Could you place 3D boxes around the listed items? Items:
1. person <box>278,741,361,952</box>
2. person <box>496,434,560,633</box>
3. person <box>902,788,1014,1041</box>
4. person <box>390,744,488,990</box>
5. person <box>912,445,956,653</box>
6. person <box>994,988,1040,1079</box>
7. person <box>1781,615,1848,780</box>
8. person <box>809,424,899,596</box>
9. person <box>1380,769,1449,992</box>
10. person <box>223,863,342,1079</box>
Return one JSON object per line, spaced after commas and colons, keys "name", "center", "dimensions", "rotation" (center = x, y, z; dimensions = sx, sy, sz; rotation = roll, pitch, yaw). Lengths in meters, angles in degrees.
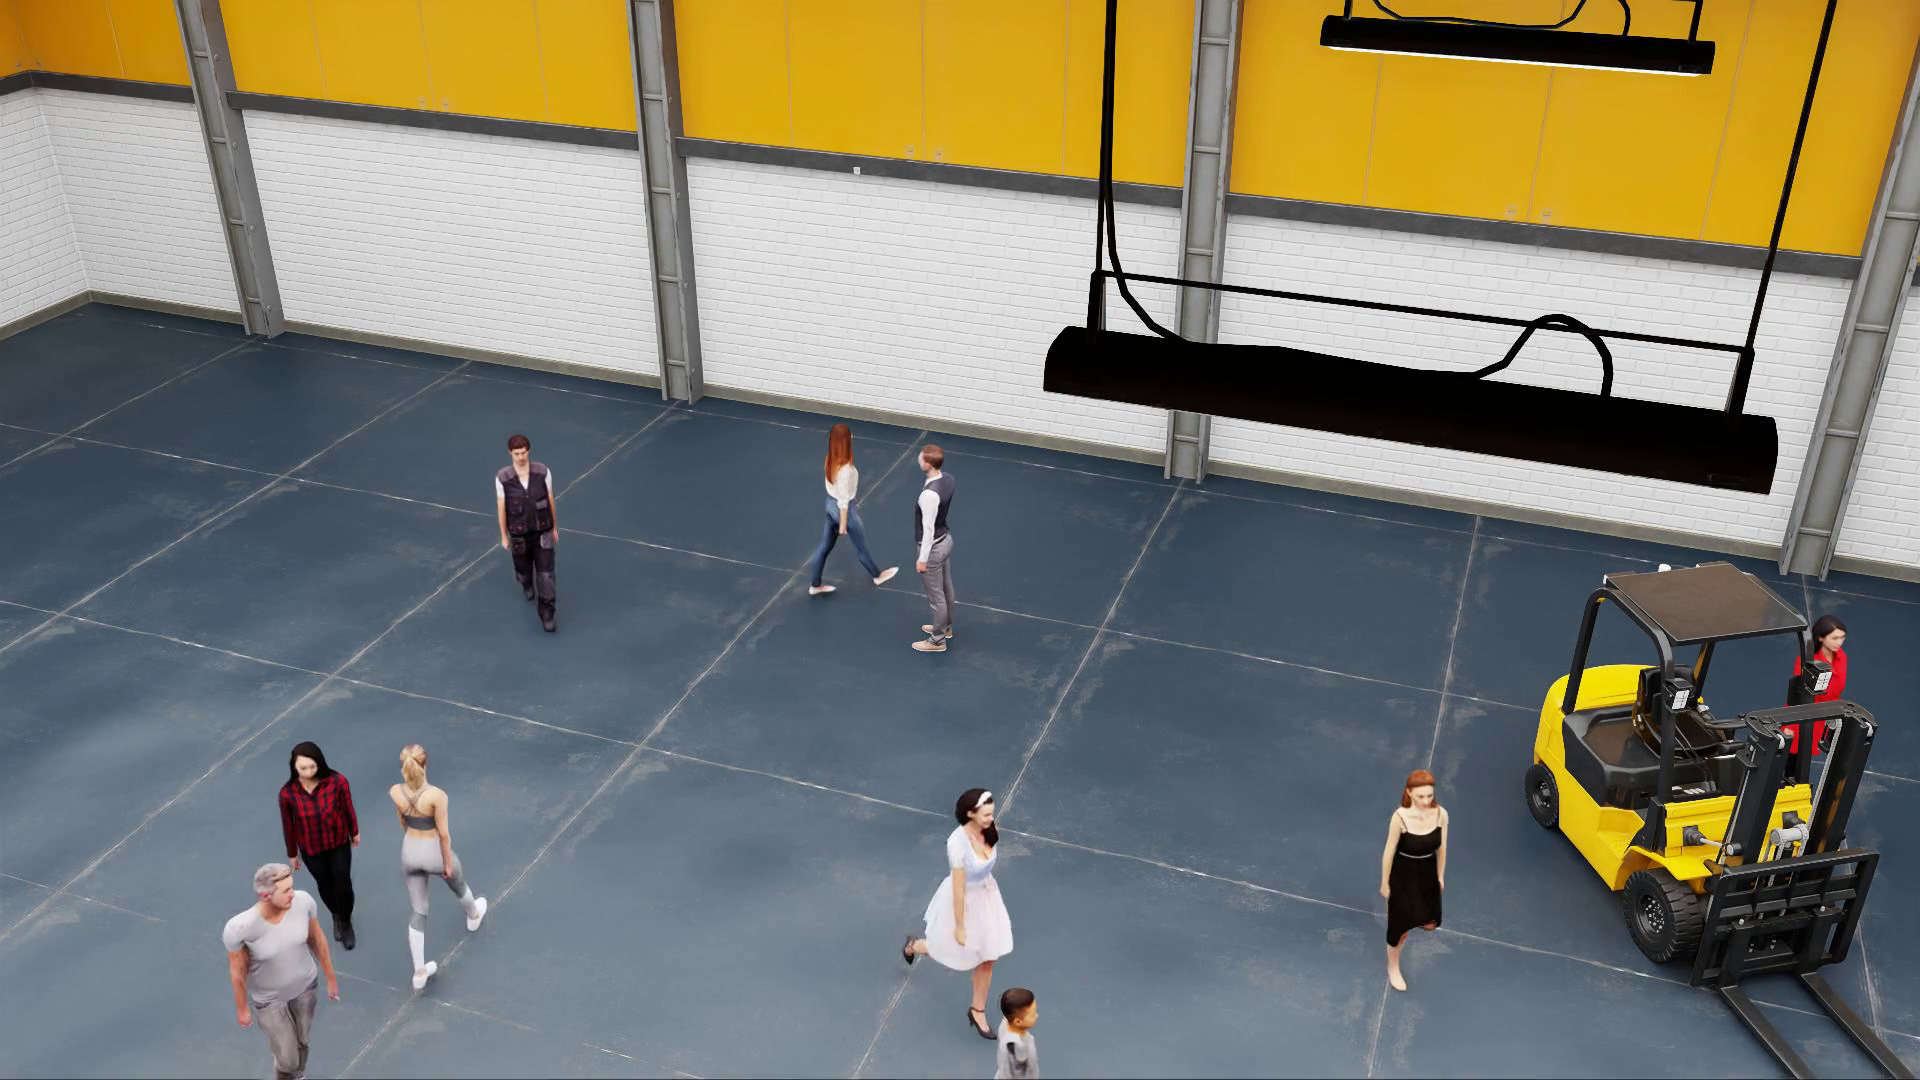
{"name": "person", "center": [-4.244, 1.970, 11.083], "dimensions": [0.727, 1.640, 0.795], "rotation": [-9, 30, -17]}
{"name": "person", "center": [-3.800, -0.115, 14.704], "dimensions": [1.031, 1.831, 1.062], "rotation": [-10, 30, -18]}
{"name": "person", "center": [-0.025, 2.281, 10.364], "dimensions": [0.939, 1.783, 1.182], "rotation": [-24, 37, -37]}
{"name": "person", "center": [-3.491, 2.127, 10.771], "dimensions": [1.086, 1.663, 0.825], "rotation": [3, 29, 5]}
{"name": "person", "center": [-0.209, 0.051, 14.282], "dimensions": [0.545, 1.944, 0.648], "rotation": [10, 30, 17]}
{"name": "person", "center": [0.312, 3.038, 9.317], "dimensions": [0.644, 1.454, 0.650], "rotation": [-4, 29, -8]}
{"name": "person", "center": [6.183, 1.317, 12.167], "dimensions": [0.729, 1.748, 0.794], "rotation": [-11, 30, -19]}
{"name": "person", "center": [-1.163, -0.232, 15.065], "dimensions": [1.113, 1.691, 1.077], "rotation": [-14, 32, -25]}
{"name": "person", "center": [2.903, 2.140, 10.801], "dimensions": [0.802, 1.612, 0.838], "rotation": [-5, 29, -10]}
{"name": "person", "center": [-4.006, 2.603, 9.755], "dimensions": [0.820, 1.800, 0.797], "rotation": [-25, 38, -38]}
